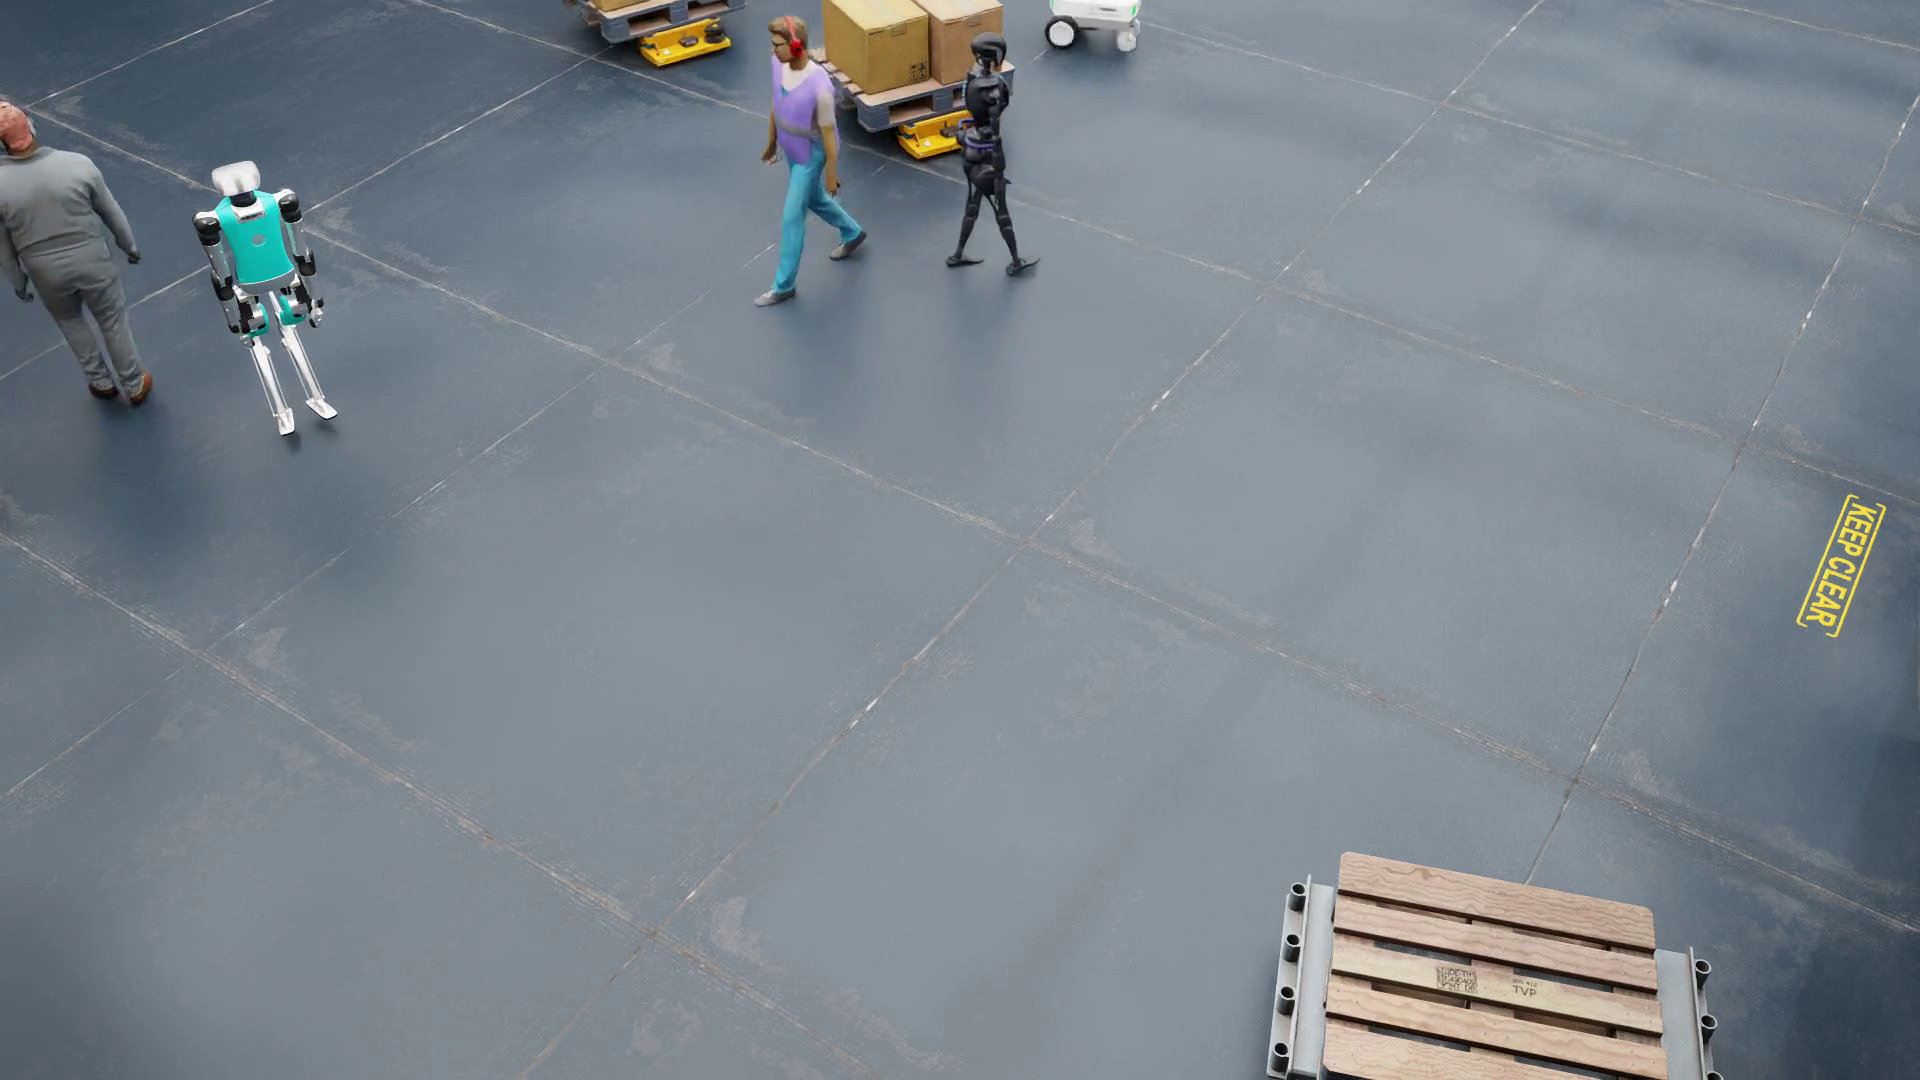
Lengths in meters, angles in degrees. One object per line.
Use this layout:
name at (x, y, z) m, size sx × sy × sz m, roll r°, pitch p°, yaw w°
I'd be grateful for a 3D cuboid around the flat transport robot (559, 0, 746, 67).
flat transport robot at (-2.501, -4.273, 13.561) m, size 0.659 × 0.231 × 1.431 m, roll -25°, pitch 47°, yaw -25°

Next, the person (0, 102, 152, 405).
person at (-4.978, -1.578, 9.332) m, size 0.696 × 1.892 × 0.476 m, roll -17°, pitch 44°, yaw -18°

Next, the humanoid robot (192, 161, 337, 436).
humanoid robot at (-3.822, -1.384, 9.126) m, size 0.533 × 1.677 × 0.735 m, roll -24°, pitch 47°, yaw -25°

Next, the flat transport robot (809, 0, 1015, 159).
flat transport robot at (-0.368, -3.303, 12.476) m, size 0.659 × 0.231 × 1.431 m, roll -21°, pitch 46°, yaw -21°

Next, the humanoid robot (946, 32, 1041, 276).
humanoid robot at (0.208, -2.445, 10.475) m, size 0.601 × 1.642 × 0.599 m, roll -10°, pitch 43°, yaw -11°

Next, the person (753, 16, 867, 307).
person at (-0.964, -2.402, 10.327) m, size 0.937 × 1.800 × 0.574 m, roll -23°, pitch 47°, yaw -24°

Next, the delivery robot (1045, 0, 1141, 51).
delivery robot at (1.083, -4.256, 13.306) m, size 0.739 × 0.566 × 0.499 m, roll 8°, pitch 42°, yaw 9°
